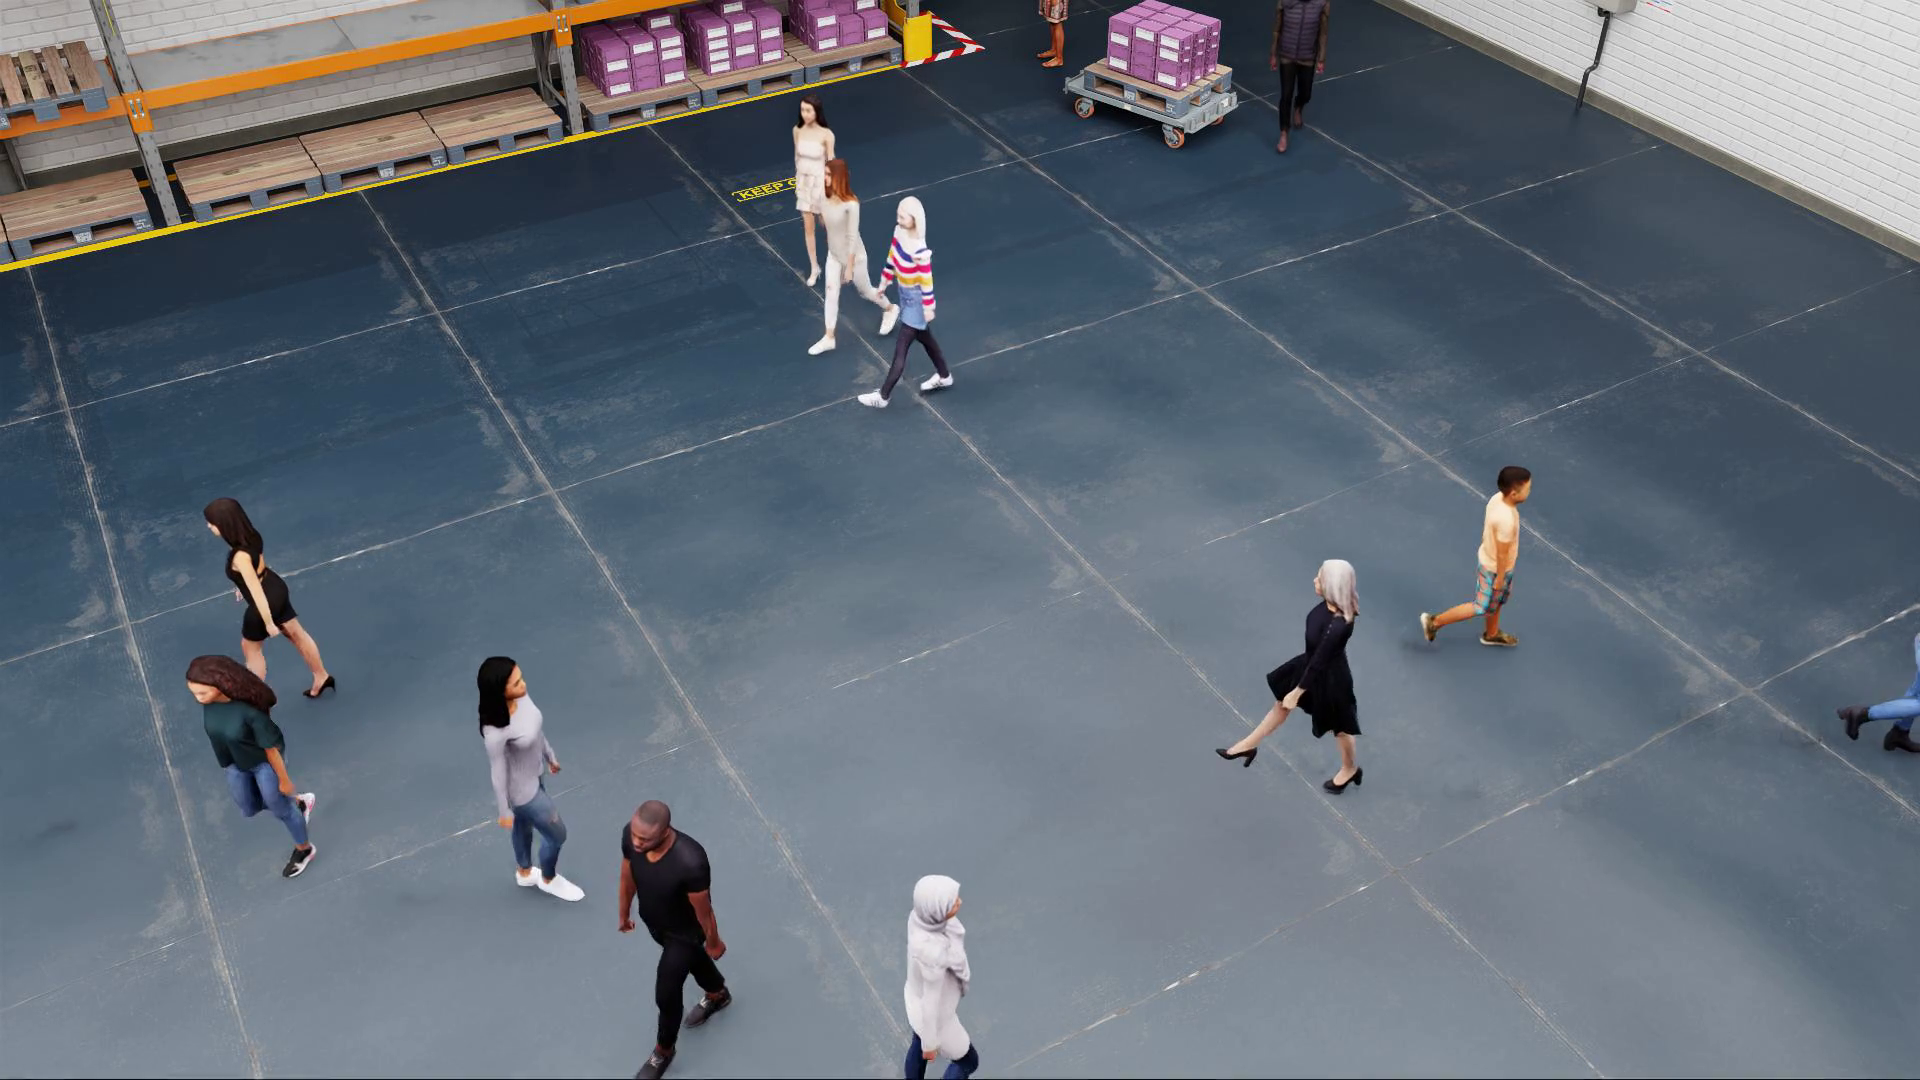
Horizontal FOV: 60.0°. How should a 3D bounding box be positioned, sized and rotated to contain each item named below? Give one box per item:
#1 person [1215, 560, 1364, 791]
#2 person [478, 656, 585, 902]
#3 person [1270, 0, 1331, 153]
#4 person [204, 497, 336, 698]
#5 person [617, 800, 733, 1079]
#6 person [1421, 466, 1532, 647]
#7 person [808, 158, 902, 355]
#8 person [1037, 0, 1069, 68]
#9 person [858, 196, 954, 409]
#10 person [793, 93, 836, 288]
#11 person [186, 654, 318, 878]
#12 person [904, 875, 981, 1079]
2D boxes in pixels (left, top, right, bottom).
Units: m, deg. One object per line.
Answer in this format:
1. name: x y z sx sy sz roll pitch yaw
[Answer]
1. person: 2.182 0.839 9.588 1.176 1.709 1.017 3 39 4
2. person: -2.458 1.303 8.998 0.818 1.721 0.775 2 39 3
3. person: 3.388 -4.835 16.603 1.081 1.820 1.125 8 39 10
4. person: -4.167 0.387 10.223 0.923 1.622 0.741 -6 39 -8
5. person: -1.337 1.851 8.256 0.894 1.790 1.062 29 47 31
6. person: 3.367 0.144 10.672 0.970 1.442 0.850 4 39 5
7. person: -0.848 -2.339 13.590 0.780 1.681 1.182 32 48 33
8. person: 1.049 -6.040 18.253 0.662 1.645 0.716 -6 39 -7
9. person: -0.276 -1.865 12.933 1.122 1.760 0.765 -14 41 -17
10. person: -1.206 -3.084 14.494 0.886 1.717 1.035 18 42 21
11. person: -3.876 1.176 9.253 0.821 1.601 0.881 7 39 9
12. person: -0.207 2.201 7.838 0.781 1.766 0.755 -2 39 -3
